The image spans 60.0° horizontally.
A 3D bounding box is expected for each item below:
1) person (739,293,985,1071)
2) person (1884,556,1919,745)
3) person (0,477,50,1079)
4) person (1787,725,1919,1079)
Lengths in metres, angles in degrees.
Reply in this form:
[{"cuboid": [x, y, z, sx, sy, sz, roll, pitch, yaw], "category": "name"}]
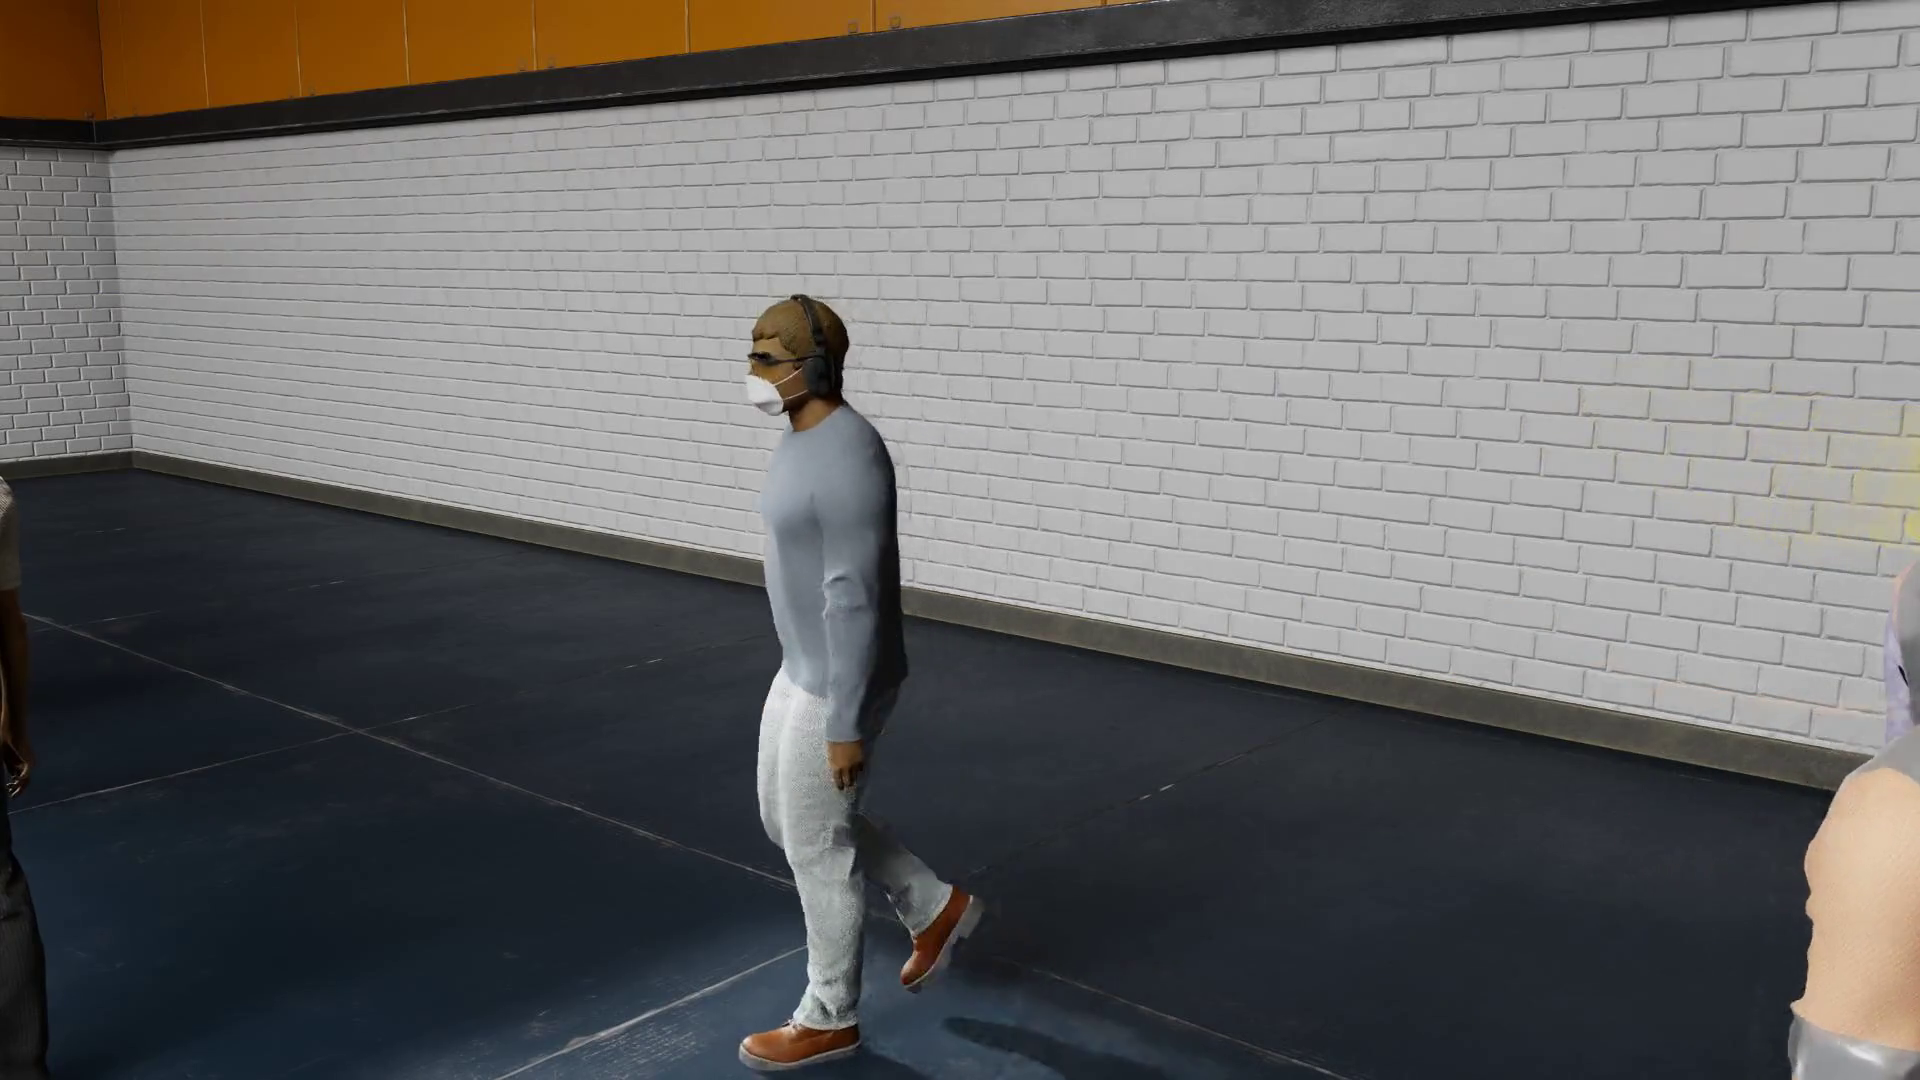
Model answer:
[{"cuboid": [-0.249, 0.356, 4.107, 0.582, 1.918, 0.635, -3, 10, -16], "category": "person"}, {"cuboid": [1.766, 0.646, 2.670, 0.429, 1.844, 0.626, -2, 10, -13], "category": "person"}, {"cuboid": [-2.311, 0.467, 3.682, 0.330, 1.842, 0.520, 5, 11, 27], "category": "person"}, {"cuboid": [1.040, 0.776, 1.726, 0.603, 1.911, 0.633, -4, 11, -22], "category": "person"}]
